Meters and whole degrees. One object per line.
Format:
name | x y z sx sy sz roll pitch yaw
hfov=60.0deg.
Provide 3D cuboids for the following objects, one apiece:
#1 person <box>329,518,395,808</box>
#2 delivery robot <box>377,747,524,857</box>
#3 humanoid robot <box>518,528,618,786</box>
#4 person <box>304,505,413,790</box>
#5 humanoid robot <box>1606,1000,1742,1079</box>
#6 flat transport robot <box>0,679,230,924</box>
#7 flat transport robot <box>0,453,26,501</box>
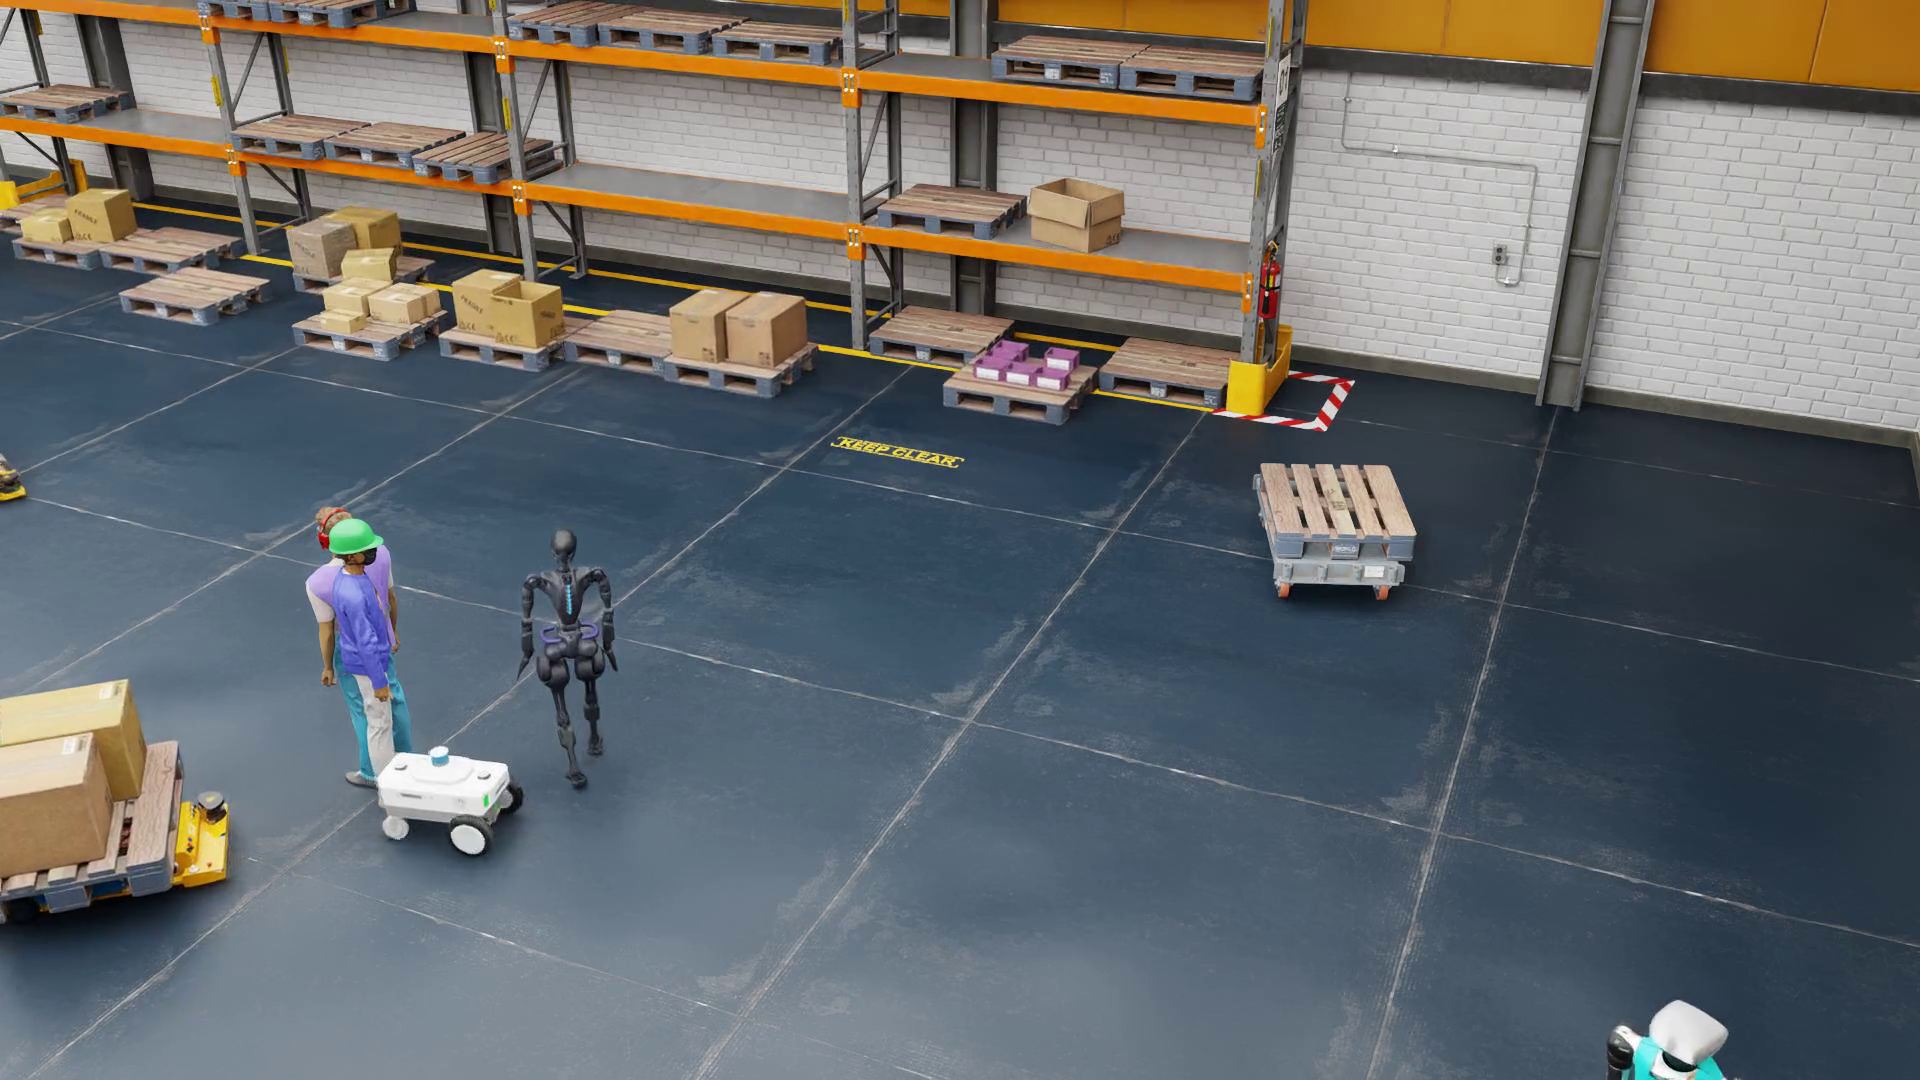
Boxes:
person | -3.451 0.719 9.790 0.342 1.872 0.468 -12 30 -22
delivery robot | -2.995 1.489 9.737 0.802 0.600 0.499 5 28 9
humanoid robot | -2.390 0.682 10.105 0.603 1.651 0.593 -10 29 -19
person | -3.573 0.652 9.947 0.391 1.846 0.563 15 31 27
humanoid robot | 2.851 2.442 6.629 0.530 1.787 0.830 23 35 37
flat transport robot | -4.928 1.813 9.416 1.431 0.231 0.659 -9 29 -17
flat transport robot | -8.469 -0.583 14.061 0.659 0.231 1.431 -22 35 -36
